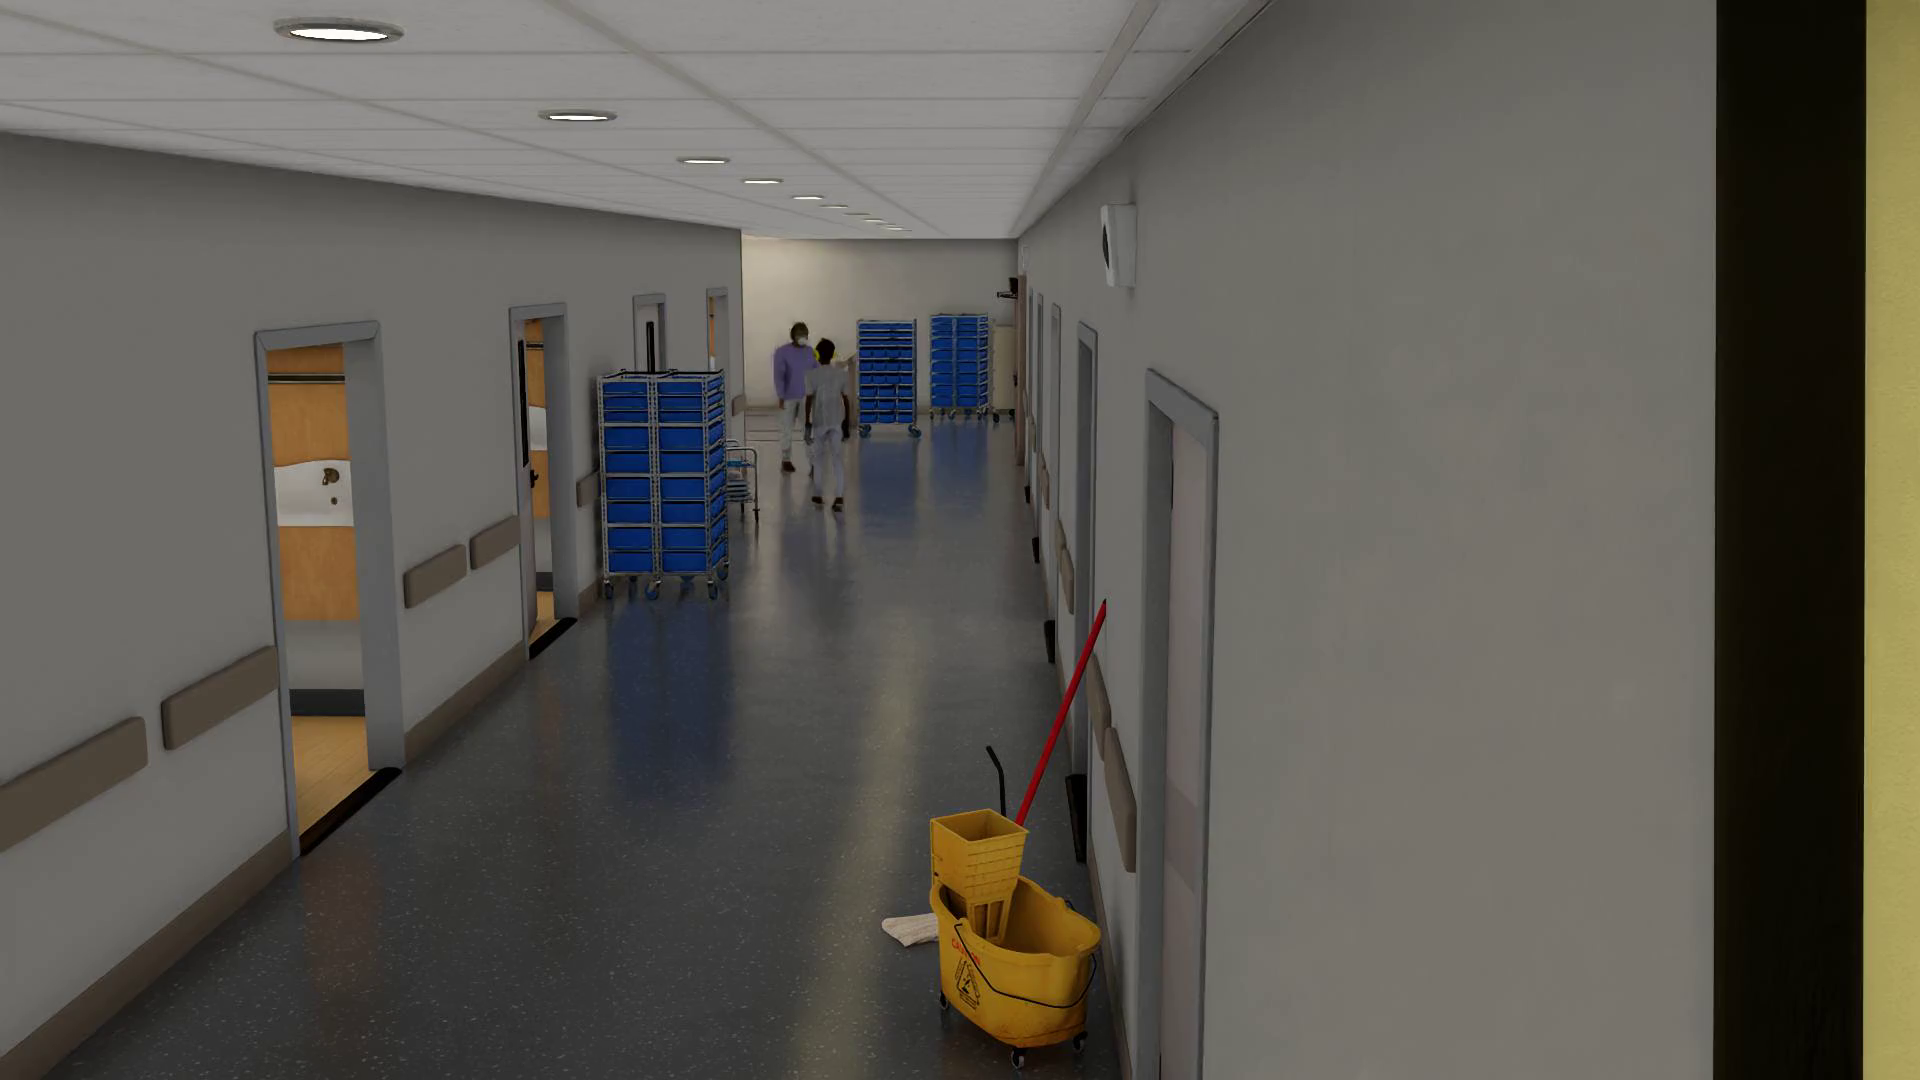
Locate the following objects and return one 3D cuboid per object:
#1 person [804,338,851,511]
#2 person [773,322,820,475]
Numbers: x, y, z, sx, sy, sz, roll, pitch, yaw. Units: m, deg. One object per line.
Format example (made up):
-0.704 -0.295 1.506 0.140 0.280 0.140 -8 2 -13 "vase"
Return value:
-1.405 -1.228 17.697 0.534 1.833 0.988 -3 10 -17 "person"
-2.011 -1.754 20.657 0.645 1.892 0.992 -4 10 -23 "person"
